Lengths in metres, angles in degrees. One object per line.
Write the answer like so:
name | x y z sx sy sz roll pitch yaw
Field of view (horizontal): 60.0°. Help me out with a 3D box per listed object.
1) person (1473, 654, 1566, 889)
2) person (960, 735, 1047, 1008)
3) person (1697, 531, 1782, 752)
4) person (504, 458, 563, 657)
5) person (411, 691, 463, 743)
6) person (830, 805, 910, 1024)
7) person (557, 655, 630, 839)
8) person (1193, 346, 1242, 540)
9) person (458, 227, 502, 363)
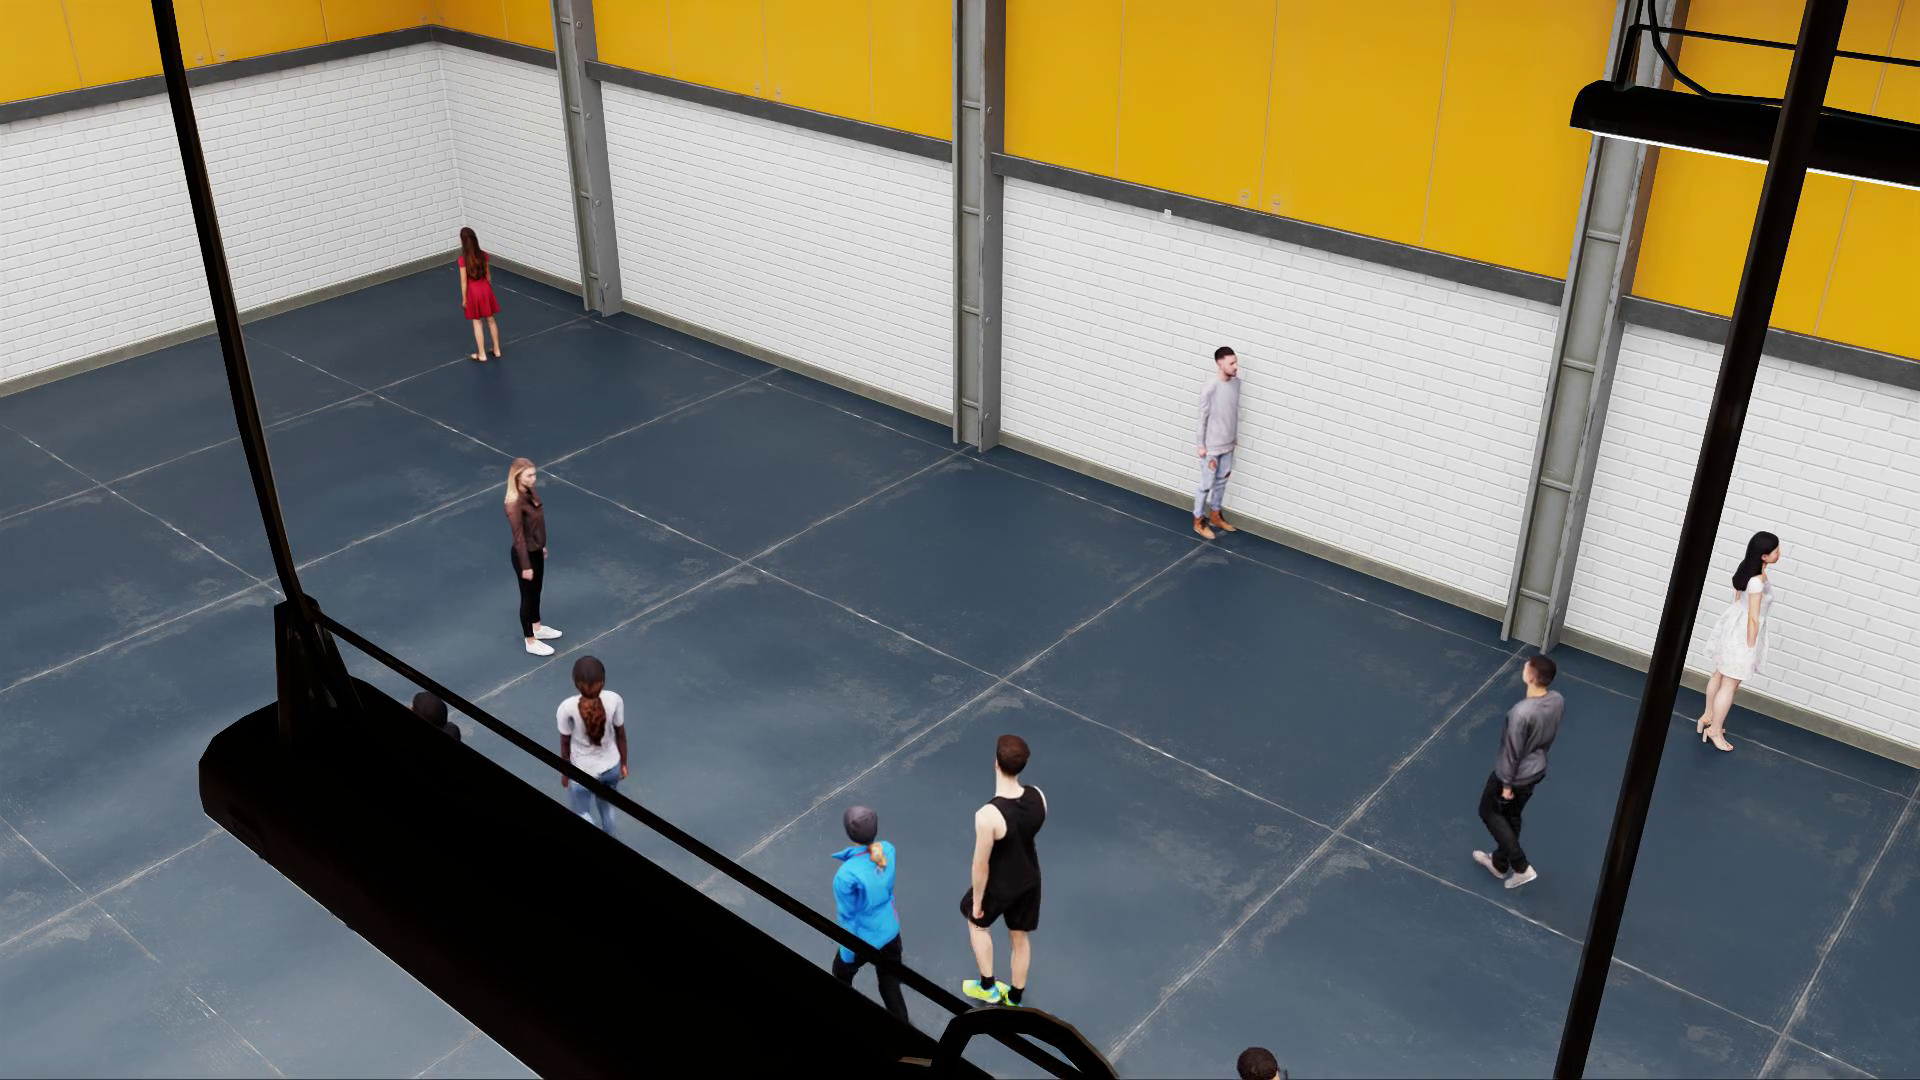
person | 3.682 1.536 10.779 0.776 1.750 0.899 -15 32 -26
person | 0.341 2.038 9.737 0.767 1.866 0.771 -19 34 -31
person | 5.738 0.730 12.230 0.790 1.775 0.762 6 29 10
person | -3.492 0.112 13.436 0.696 1.705 0.678 3 29 5
person | -3.270 1.678 10.569 0.617 1.701 0.625 12 31 21
person | -0.445 2.305 9.353 0.753 1.765 1.033 -20 34 -32
person | -2.348 1.542 10.807 0.758 1.711 0.906 -15 32 -26
person | 2.340 -0.919 15.188 0.724 1.838 0.657 -21 35 -33
person | -5.490 -2.806 18.945 0.571 1.552 0.627 -24 37 -37
